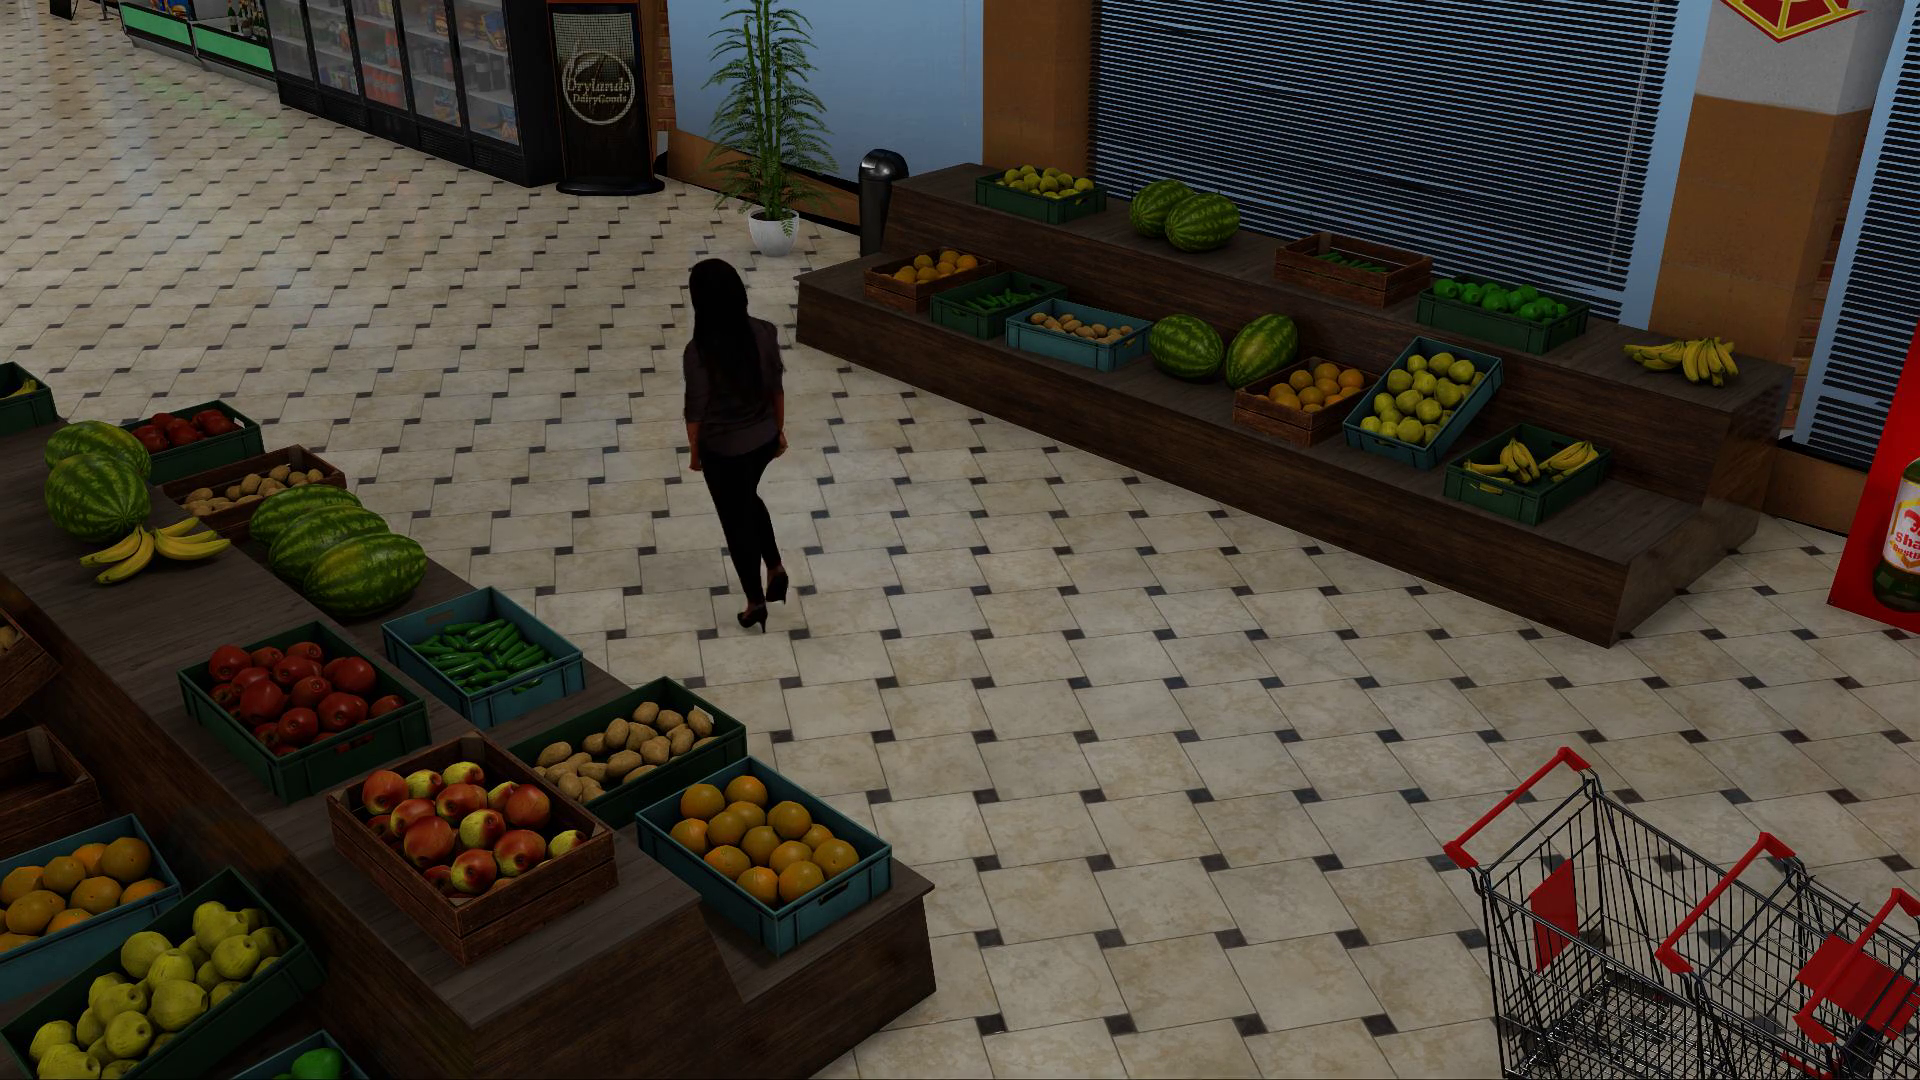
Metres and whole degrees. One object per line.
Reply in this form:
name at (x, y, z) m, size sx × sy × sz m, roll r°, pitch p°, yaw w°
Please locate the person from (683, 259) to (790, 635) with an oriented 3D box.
person at (-0.960, -0.372, 7.657) m, size 0.632 × 1.828 × 0.625 m, roll -24°, pitch 36°, yaw -39°
